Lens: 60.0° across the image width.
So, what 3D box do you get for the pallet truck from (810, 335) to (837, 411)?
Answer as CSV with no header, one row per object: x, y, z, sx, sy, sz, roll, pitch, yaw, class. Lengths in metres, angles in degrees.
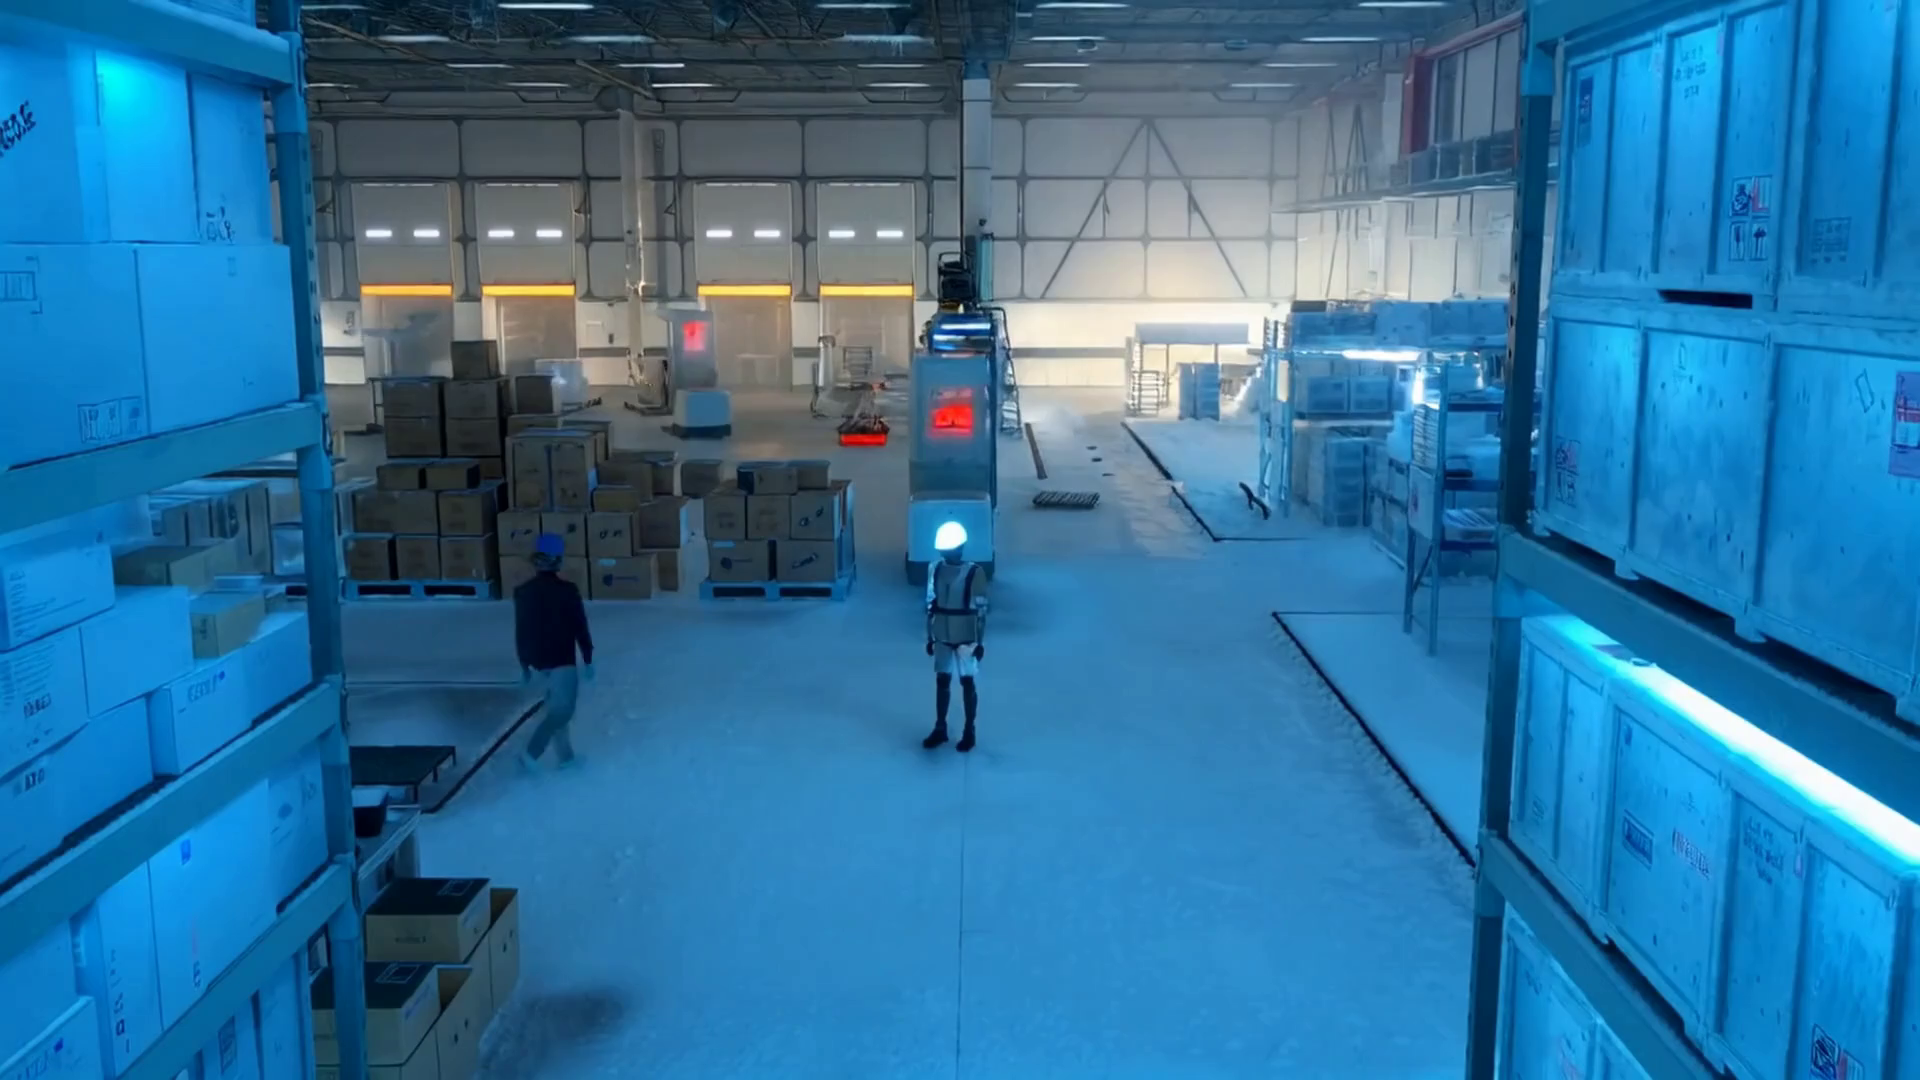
-3.021,-4.312,43.126,1.885,1.965,0.823,3,10,17,pallet truck

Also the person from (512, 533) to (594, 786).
-3.225,0.932,12.972,0.627,1.963,0.811,5,11,28,person

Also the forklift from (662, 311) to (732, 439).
-5.903,-3.726,37.202,1.129,2.768,1.873,-5,11,-25,forklift

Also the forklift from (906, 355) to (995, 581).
-0.117,-0.973,21.318,1.129,2.768,1.873,0,10,1,forklift

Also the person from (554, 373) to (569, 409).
-8.177,-2.584,34.100,0.755,1.669,0.546,-8,13,-39,person

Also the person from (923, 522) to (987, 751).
-0.050,0.801,13.824,0.547,1.929,0.385,5,11,26,person

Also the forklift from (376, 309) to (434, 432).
-12.349,-3.849,37.908,1.873,2.768,1.129,-8,13,-40,forklift
